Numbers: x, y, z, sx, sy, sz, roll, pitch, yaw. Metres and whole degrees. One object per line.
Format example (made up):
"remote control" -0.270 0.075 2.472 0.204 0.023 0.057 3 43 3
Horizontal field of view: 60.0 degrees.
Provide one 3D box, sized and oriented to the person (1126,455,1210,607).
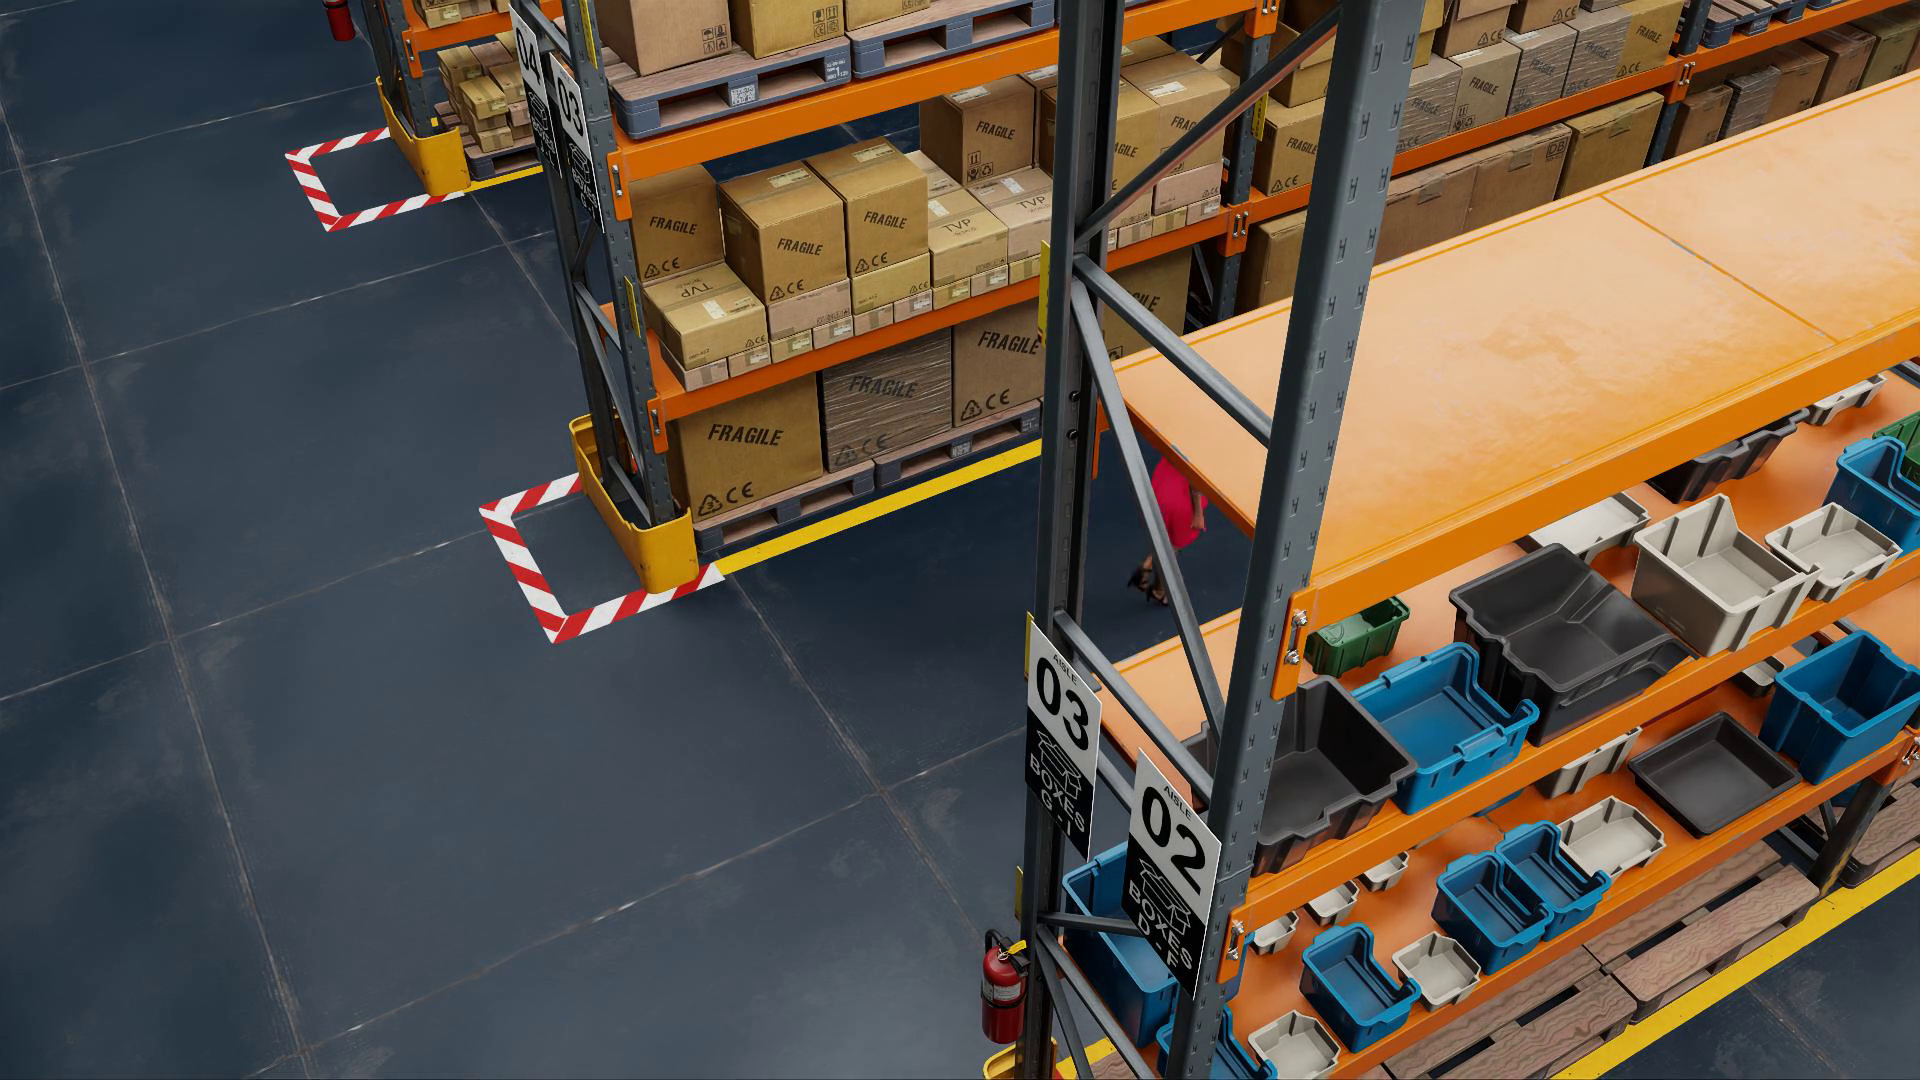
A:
"person" 1.111 -0.250 9.119 0.768 1.718 0.703 -8 44 -9
